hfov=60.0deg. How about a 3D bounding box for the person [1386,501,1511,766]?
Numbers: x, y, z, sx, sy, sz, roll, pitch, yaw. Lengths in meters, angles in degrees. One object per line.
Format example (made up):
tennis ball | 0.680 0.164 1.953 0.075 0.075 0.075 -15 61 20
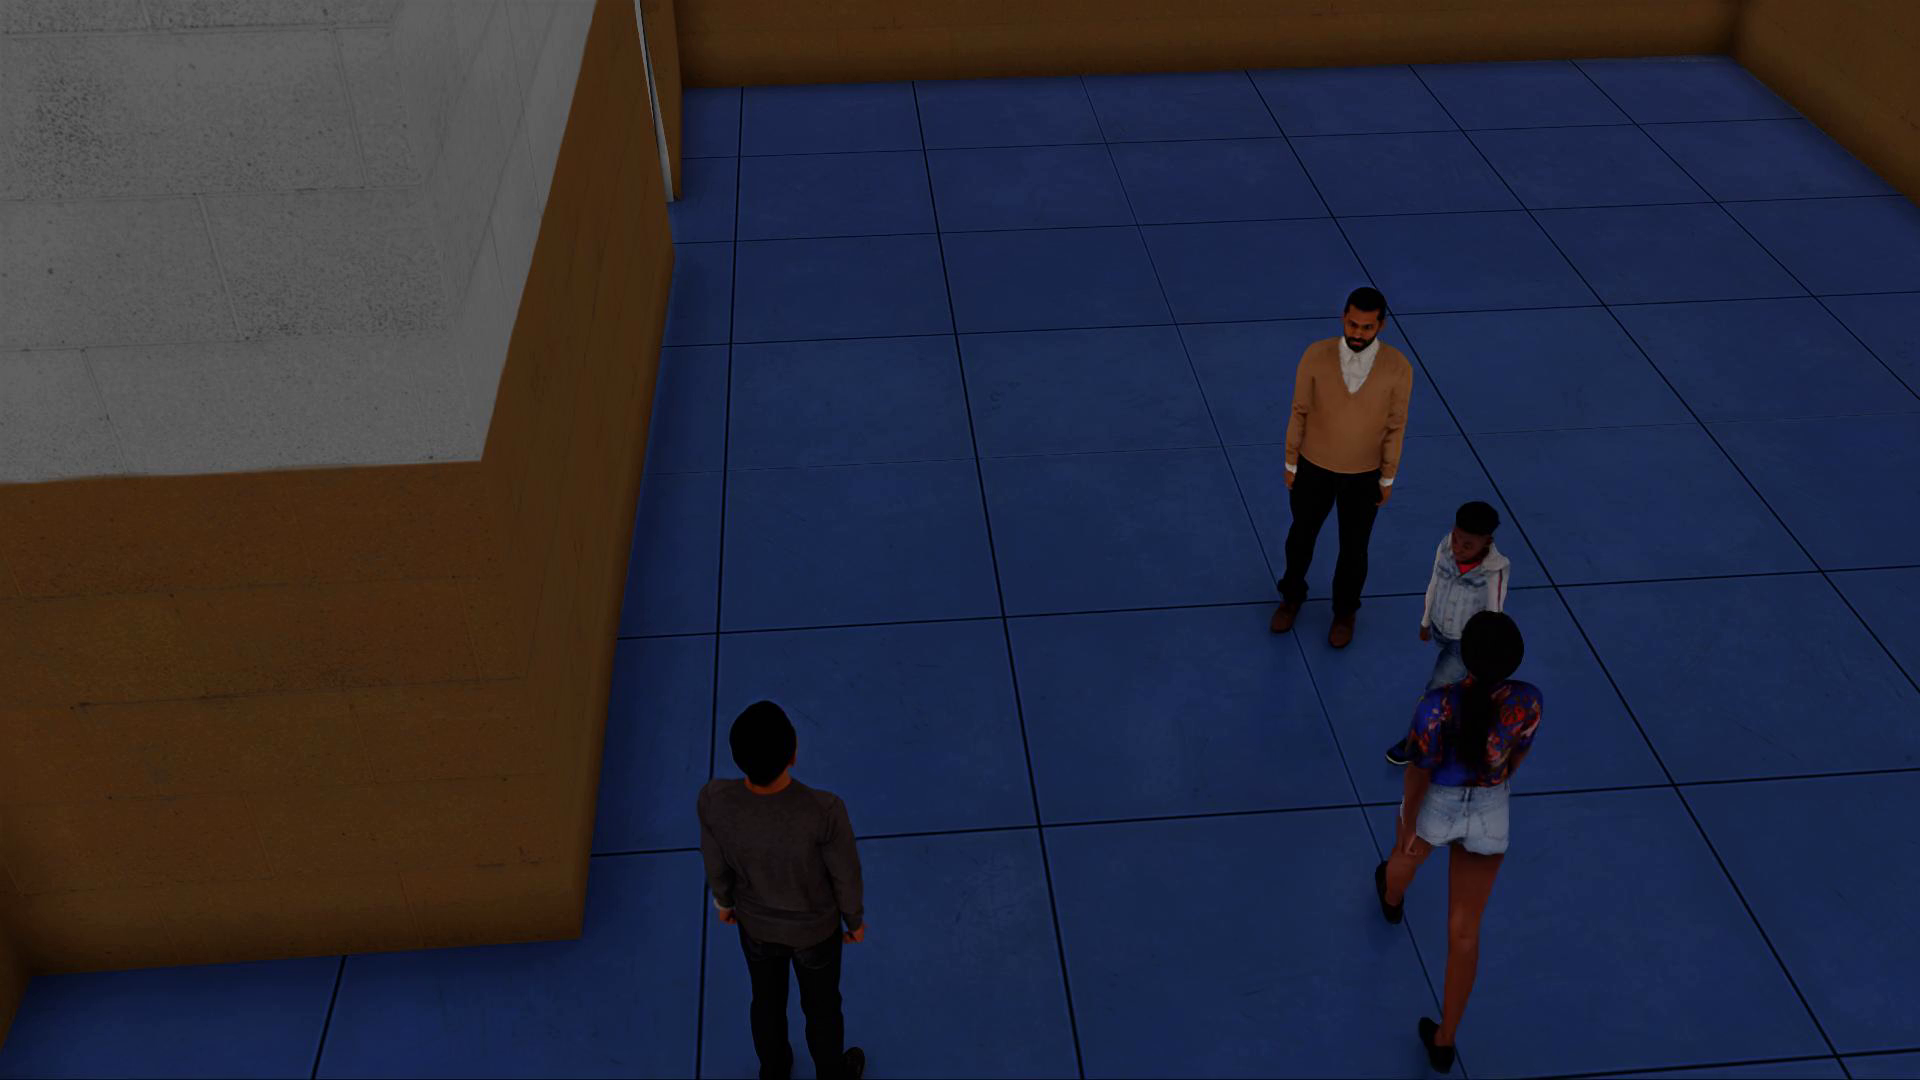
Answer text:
person | 2.101 0.328 6.808 0.960 1.239 0.768 -22 42 -26

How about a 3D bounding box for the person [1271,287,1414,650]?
person | 1.661 -0.320 7.237 0.661 1.752 0.791 10 38 13

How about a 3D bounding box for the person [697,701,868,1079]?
person | -0.550 1.191 5.217 0.555 1.768 0.753 -17 40 -21

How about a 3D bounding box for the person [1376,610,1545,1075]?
person | 1.665 1.007 5.523 1.160 1.695 0.766 1 37 1
